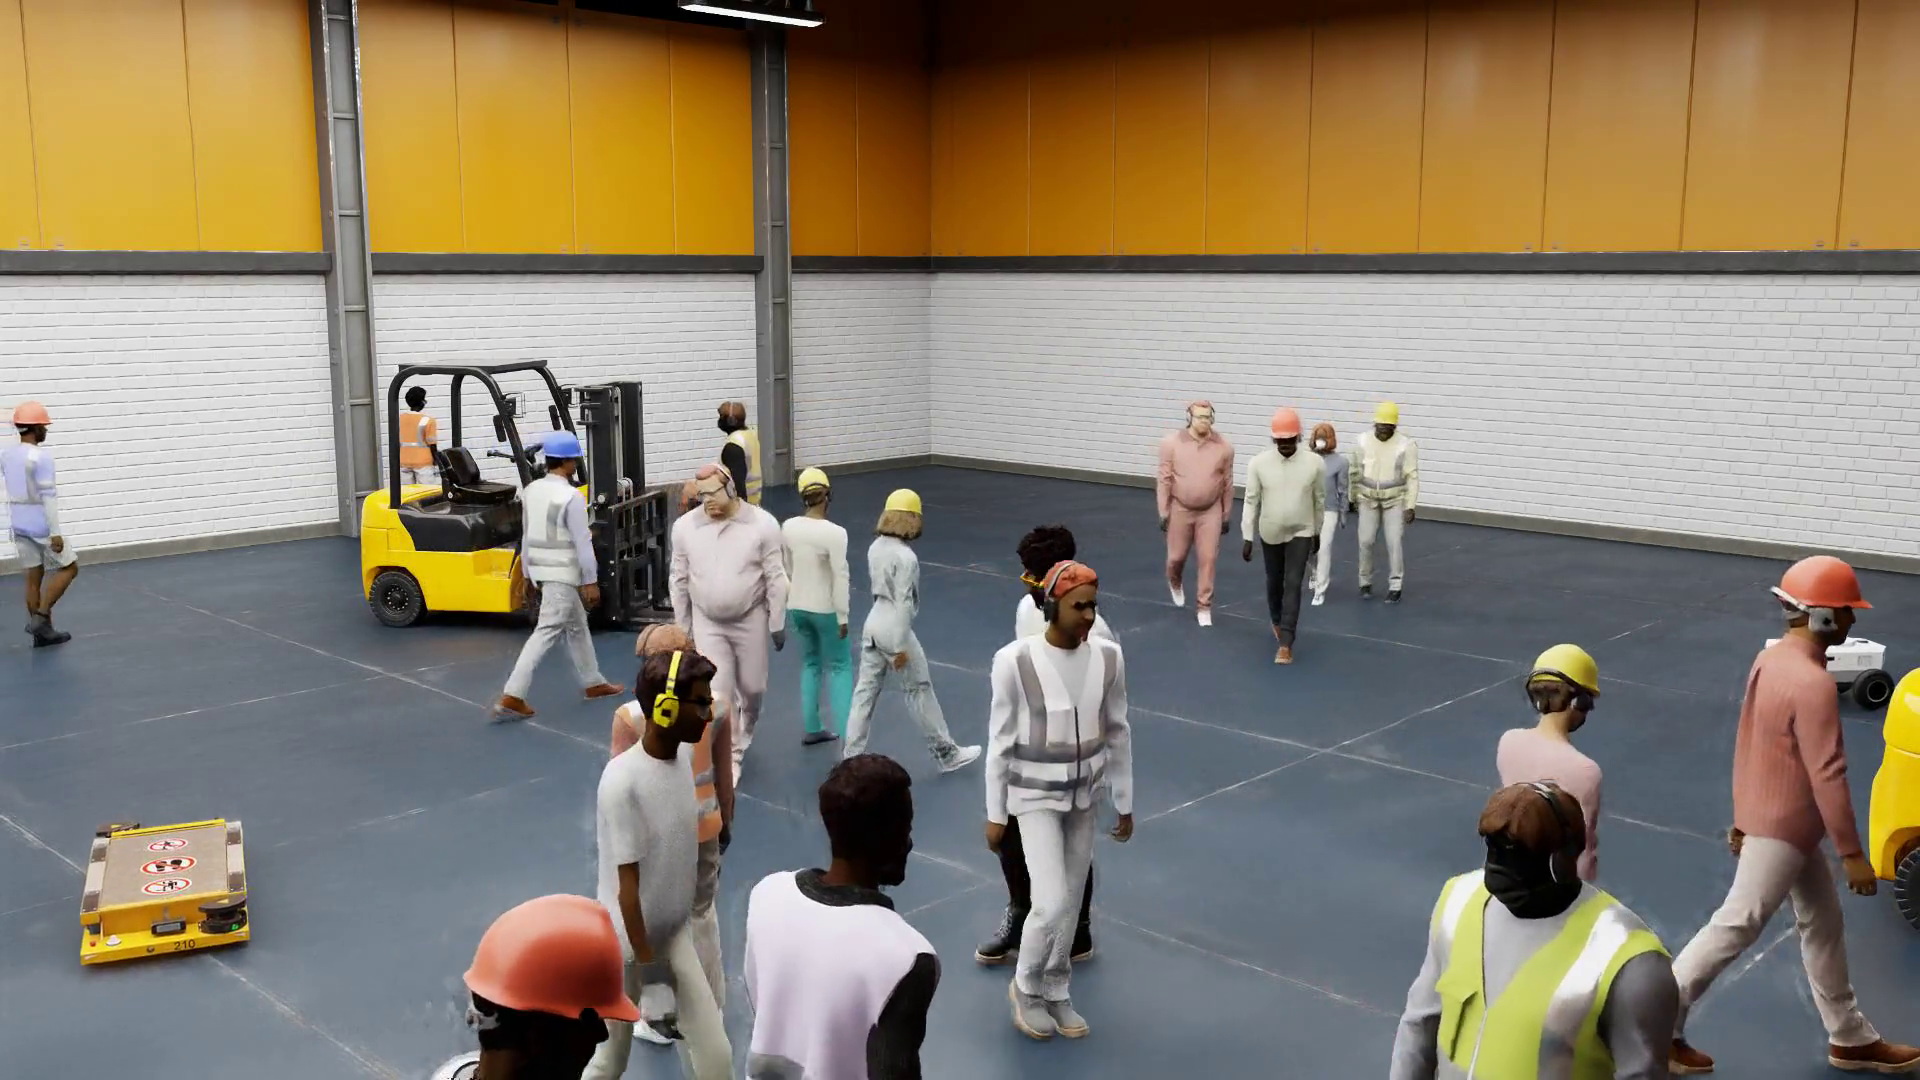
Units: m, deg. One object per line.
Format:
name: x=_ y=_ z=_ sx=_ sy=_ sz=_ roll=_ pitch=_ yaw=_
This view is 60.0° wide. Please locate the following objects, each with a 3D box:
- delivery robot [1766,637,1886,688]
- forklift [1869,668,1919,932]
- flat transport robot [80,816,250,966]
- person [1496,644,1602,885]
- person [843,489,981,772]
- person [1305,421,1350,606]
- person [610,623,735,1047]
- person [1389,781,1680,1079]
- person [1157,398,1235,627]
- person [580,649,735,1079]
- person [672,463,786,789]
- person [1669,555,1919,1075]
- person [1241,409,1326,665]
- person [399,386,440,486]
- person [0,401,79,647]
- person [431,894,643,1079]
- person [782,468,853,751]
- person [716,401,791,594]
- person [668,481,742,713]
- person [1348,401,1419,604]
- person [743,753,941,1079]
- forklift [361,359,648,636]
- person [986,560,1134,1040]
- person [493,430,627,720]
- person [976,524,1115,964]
delivery robot: x=5.866 y=0.796 z=11.288 sx=0.707 sy=0.478 sz=0.477 roll=-1 pitch=9 yaw=-4
forklift: x=5.205 y=0.723 z=7.013 sx=2.313 sy=2.155 sz=1.214 roll=9 pitch=13 yaw=43
flat transport robot: x=-3.665 y=1.570 z=7.697 sx=0.652 sy=0.197 sz=1.431 roll=-4 pitch=10 yaw=-24
person: x=1.968 y=1.203 z=5.571 sx=0.808 sy=1.704 sz=0.530 roll=-4 pitch=10 yaw=-22
person: x=-0.321 y=0.550 z=9.608 sx=0.864 sy=1.688 sz=0.491 roll=-6 pitch=11 yaw=-35
person: x=3.196 y=-0.253 z=14.731 sx=0.510 sy=1.619 sz=0.528 roll=5 pitch=10 yaw=27
person: x=-1.091 y=1.118 z=6.308 sx=0.529 sy=1.630 sz=0.348 roll=-8 pitch=12 yaw=-42
person: x=1.275 y=1.433 z=3.898 sx=0.978 sy=1.787 sz=0.653 roll=-5 pitch=11 yaw=-29
person: x=1.970 y=-0.259 z=13.964 sx=0.653 sy=1.892 sz=0.712 roll=0 pitch=9 yaw=3
person: x=-0.841 y=1.241 z=4.975 sx=0.954 sy=1.818 sz=0.546 roll=4 pitch=10 yaw=25
person: x=-1.330 y=0.457 z=9.691 sx=0.657 sy=1.865 sz=0.766 roll=0 pitch=9 yaw=-1
person: x=2.967 y=1.017 z=6.011 sx=1.039 sy=1.946 sz=0.627 roll=3 pitch=10 yaw=16
person: x=2.484 y=-0.075 z=12.810 sx=0.625 sy=1.916 sz=1.082 roll=2 pitch=9 yaw=12
person: x=-5.880 y=-0.814 z=17.998 sx=0.536 sy=1.688 sz=0.318 roll=3 pitch=10 yaw=16
person: x=-7.161 y=-0.113 z=12.953 sx=0.579 sy=1.924 sz=0.400 roll=4 pitch=10 yaw=25
person: x=-0.787 y=1.545 z=2.865 sx=0.544 sy=1.900 sz=0.642 roll=-4 pitch=10 yaw=-22
person: x=-0.834 y=0.423 z=10.253 sx=0.570 sy=1.736 sz=0.449 roll=7 pitch=11 yaw=35
person: x=-1.955 y=-0.341 z=14.799 sx=0.975 sy=1.800 sz=0.620 roll=2 pitch=9 yaw=11
person: x=-1.586 y=0.412 z=10.705 sx=0.778 sy=1.603 sz=0.524 roll=-3 pitch=10 yaw=-20
person: x=3.728 y=-0.341 z=14.739 sx=0.662 sy=1.797 sz=0.485 roll=4 pitch=10 yaw=23
person: x=-0.240 y=1.402 z=3.868 sx=0.597 sy=1.859 sz=1.027 roll=8 pitch=12 yaw=40
forklift: x=-3.850 y=-0.407 z=13.936 sx=2.313 sy=2.155 sz=1.214 roll=2 pitch=9 yaw=11
person: x=0.387 y=0.999 z=6.319 sx=0.605 sy=1.863 sz=0.441 roll=-6 pitch=11 yaw=-31
person: x=-2.692 y=0.224 z=11.010 sx=1.013 sy=1.902 sz=0.617 roll=-8 pitch=12 yaw=-42
person: x=0.332 y=0.878 z=6.883 sx=0.648 sy=1.927 sz=0.670 roll=-6 pitch=11 yaw=-32
